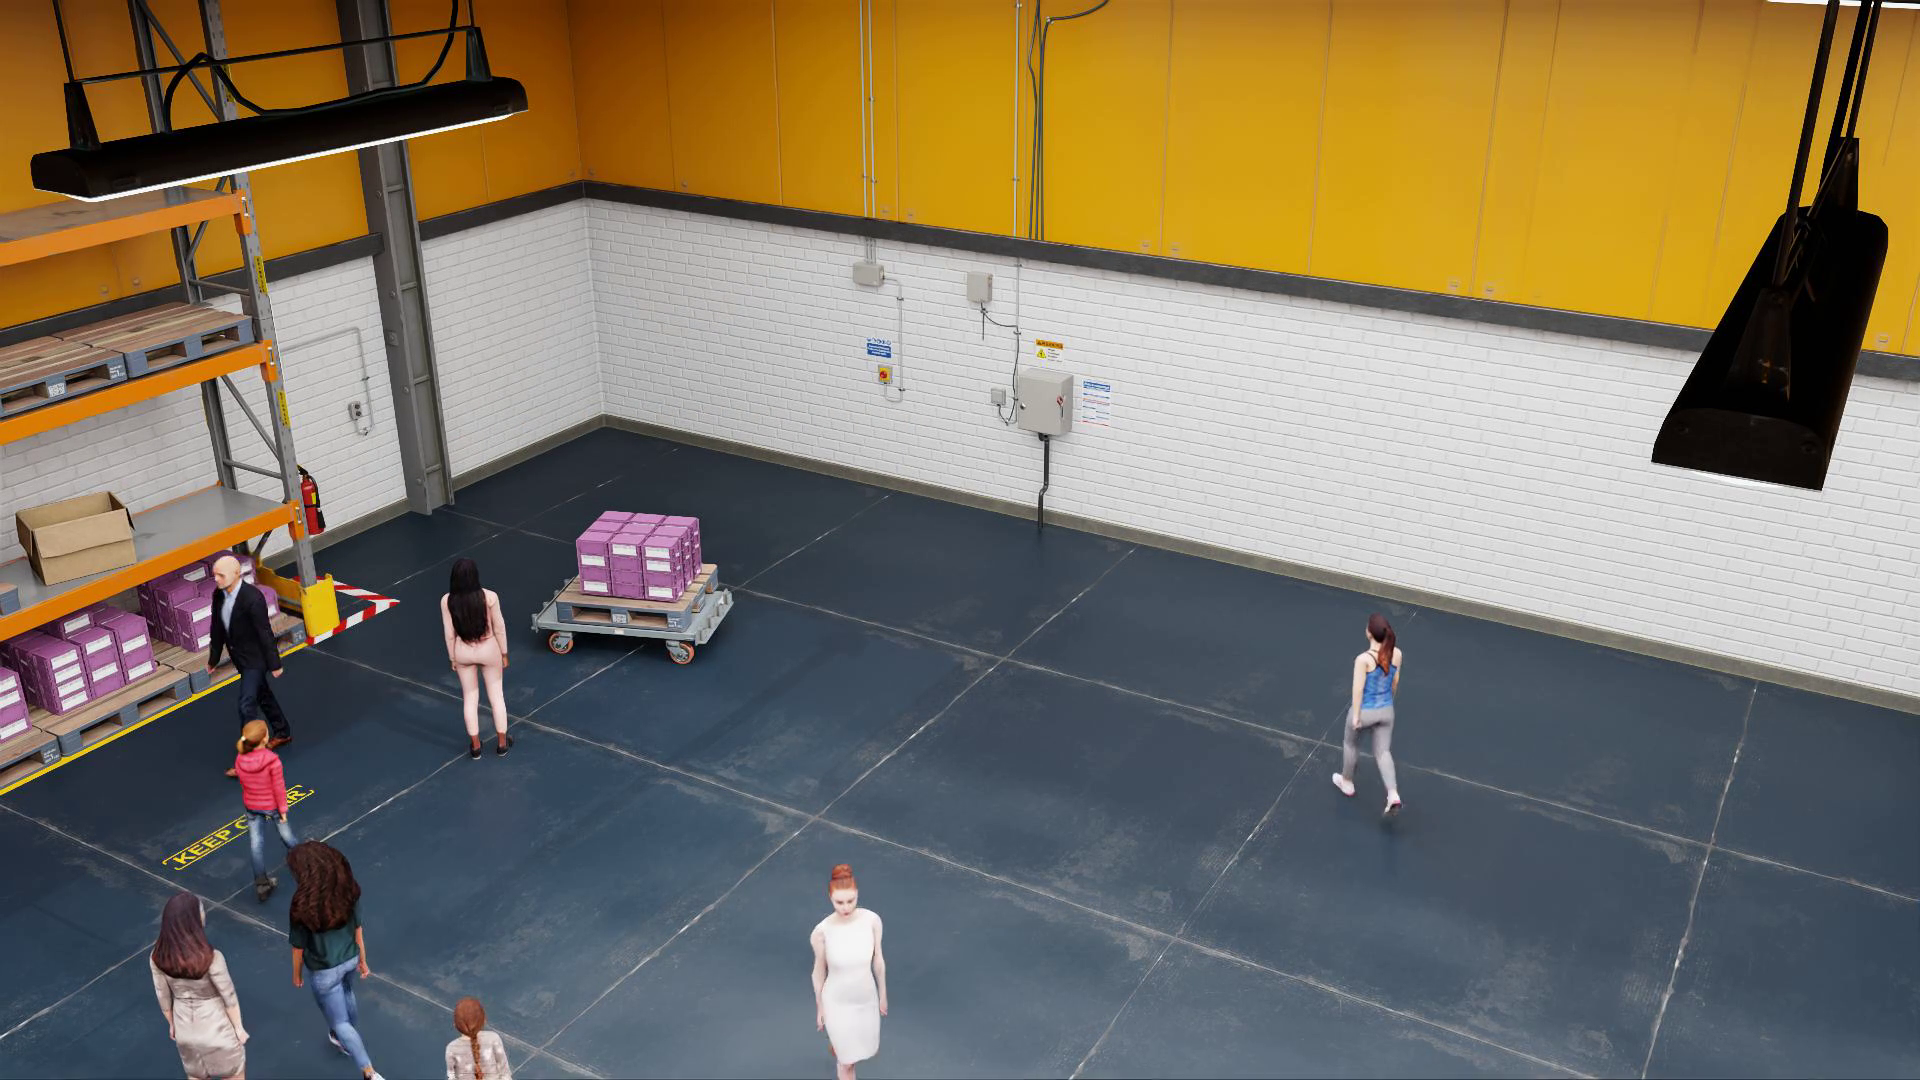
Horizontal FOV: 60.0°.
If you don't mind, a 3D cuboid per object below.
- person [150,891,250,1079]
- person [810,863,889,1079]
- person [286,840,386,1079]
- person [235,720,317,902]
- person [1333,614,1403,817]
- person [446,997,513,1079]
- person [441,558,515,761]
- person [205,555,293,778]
[{"bbox_3d":[-4.136,2.697,9.133,0.661,1.744,0.647,2,24,5],"label":"person"},{"bbox_3d":[-0.635,2.570,9.384,0.923,1.776,0.956,-8,25,-18],"label":"person"},{"bbox_3d":[-3.638,2.520,9.733,0.713,1.588,0.979,18,29,35],"label":"person"},{"bbox_3d":[-4.861,1.893,11.540,0.739,1.288,0.932,2,24,5],"label":"person"},{"bbox_3d":[3.133,1.326,12.466,0.972,1.586,1.041,-6,24,-13],"label":"person"},{"bbox_3d":[-2.614,3.036,9.064,0.811,1.178,0.834,-9,25,-19],"label":"person"},{"bbox_3d":[-3.827,0.932,13.199,0.699,1.721,0.732,-3,24,-7],"label":"person"},{"bbox_3d":[-5.567,0.904,13.199,0.699,1.772,0.943,15,28,31],"label":"person"}]
